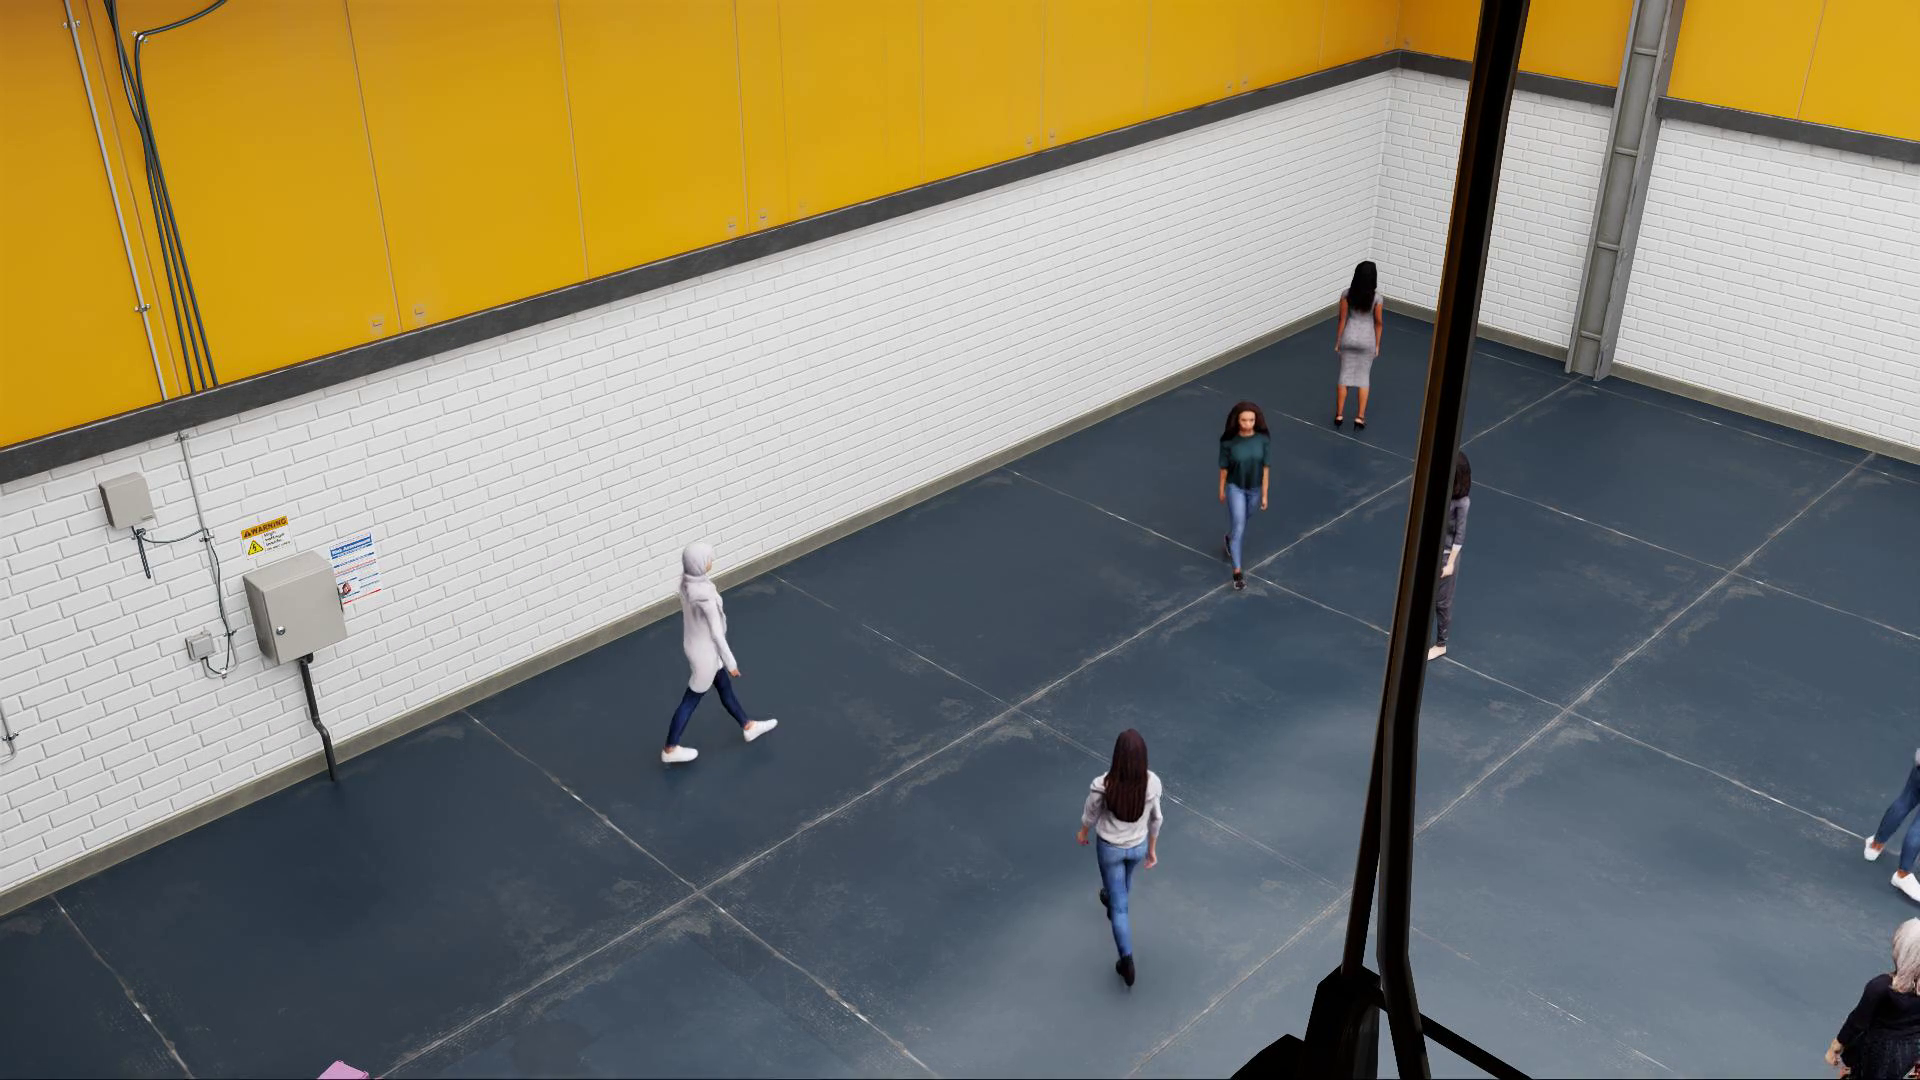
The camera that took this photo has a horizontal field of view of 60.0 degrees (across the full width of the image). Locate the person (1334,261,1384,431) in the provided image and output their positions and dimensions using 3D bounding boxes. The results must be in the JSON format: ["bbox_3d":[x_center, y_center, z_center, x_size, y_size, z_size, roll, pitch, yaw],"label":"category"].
[{"bbox_3d":[4.010,-1.960,16.786,0.600,1.781,0.726,11,30,19],"label":"person"}]

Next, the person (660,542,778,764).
[{"bbox_3d":[-1.885,0.844,11.700,0.961,1.728,1.149,-12,31,-22],"label":"person"}]

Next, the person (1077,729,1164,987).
[{"bbox_3d":[0.983,1.904,9.905,0.929,1.586,1.138,-7,29,-13],"label":"person"}]

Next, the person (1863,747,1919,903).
[{"bbox_3d":[6.185,1.484,10.533,0.883,1.721,0.873,11,31,20],"label":"person"}]

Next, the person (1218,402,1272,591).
[{"bbox_3d":[2.416,-0.454,14.235,1.005,1.579,1.135,-3,29,-6],"label":"person"}]
